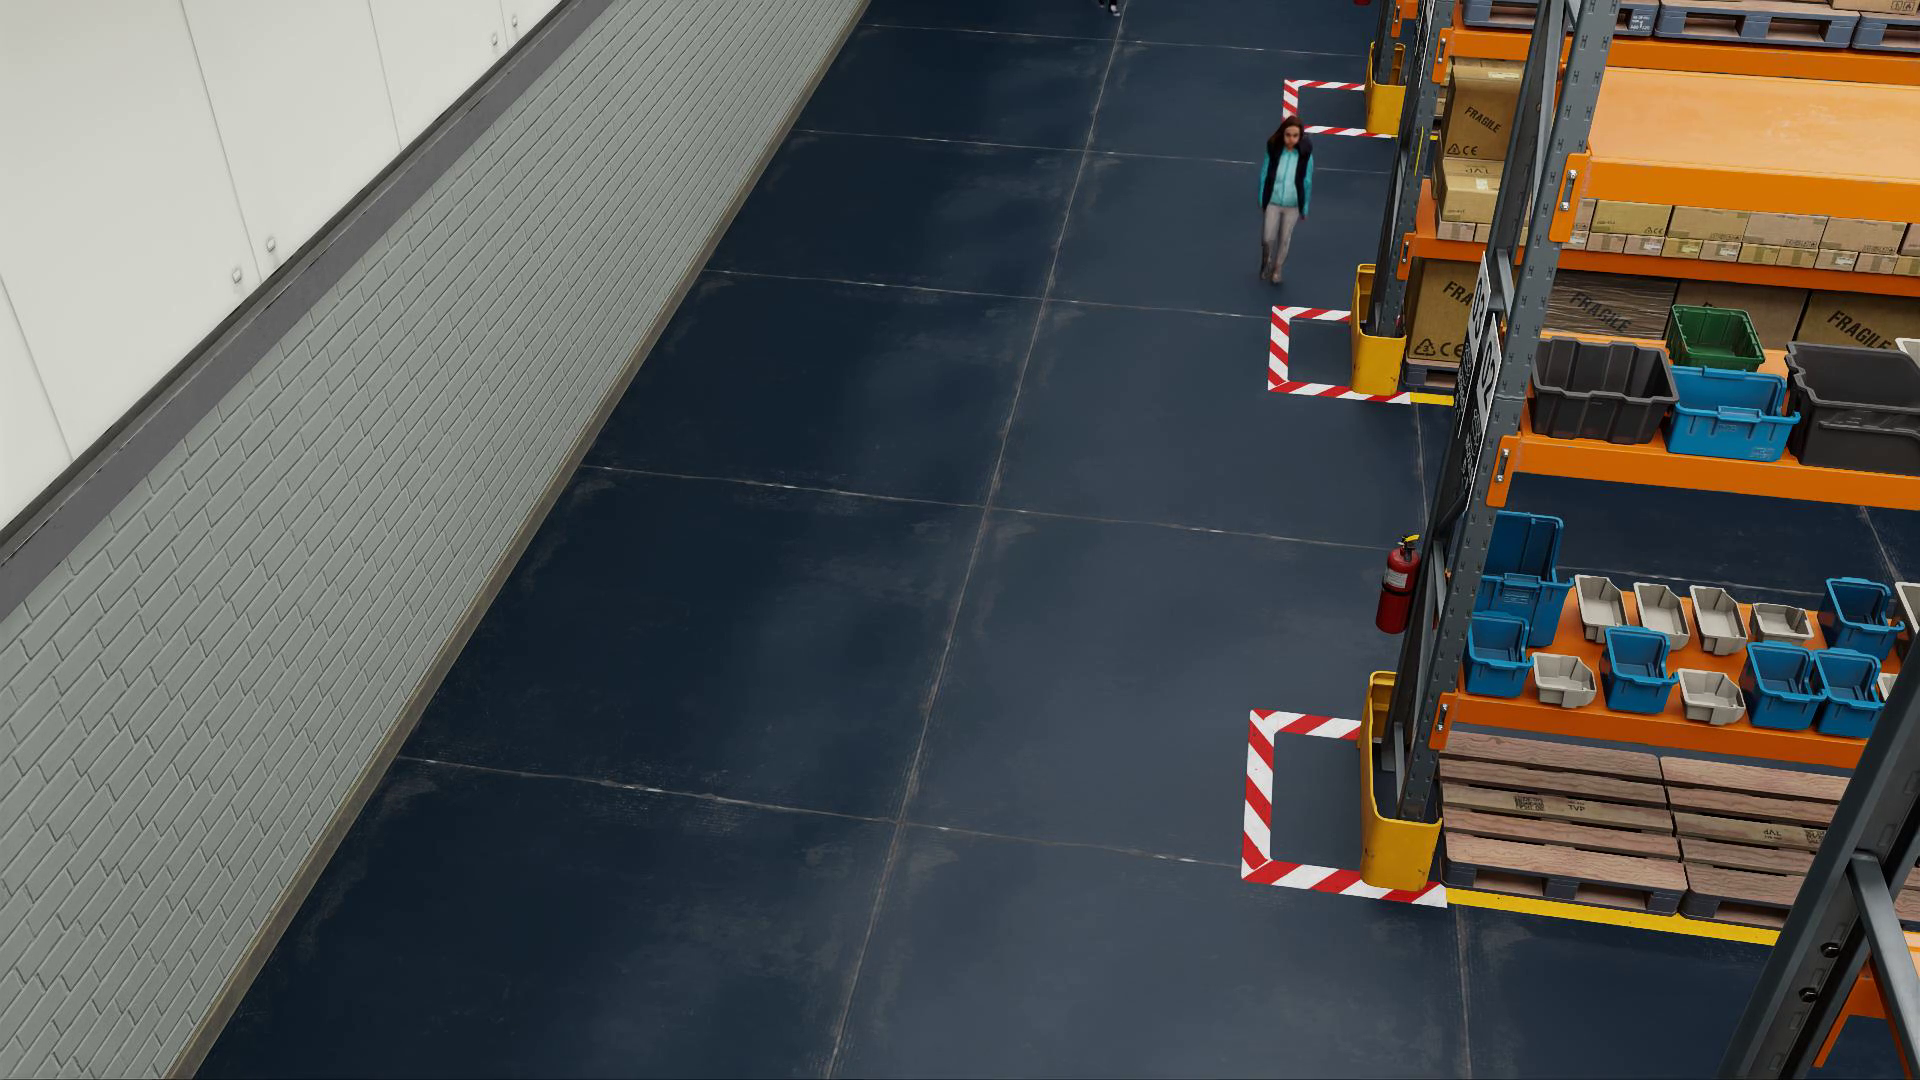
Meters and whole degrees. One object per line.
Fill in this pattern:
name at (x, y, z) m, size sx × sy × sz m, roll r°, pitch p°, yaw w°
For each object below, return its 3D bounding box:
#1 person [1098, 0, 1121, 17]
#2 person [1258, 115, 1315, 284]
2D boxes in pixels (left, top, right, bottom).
person at (1.722, -6.633, 18.931) m, size 0.732 × 1.249 × 0.766 m, roll -14°, pitch 39°, yaw -17°
person at (2.671, -2.831, 13.731) m, size 0.505 × 1.489 × 0.628 m, roll 5°, pitch 38°, yaw 7°
